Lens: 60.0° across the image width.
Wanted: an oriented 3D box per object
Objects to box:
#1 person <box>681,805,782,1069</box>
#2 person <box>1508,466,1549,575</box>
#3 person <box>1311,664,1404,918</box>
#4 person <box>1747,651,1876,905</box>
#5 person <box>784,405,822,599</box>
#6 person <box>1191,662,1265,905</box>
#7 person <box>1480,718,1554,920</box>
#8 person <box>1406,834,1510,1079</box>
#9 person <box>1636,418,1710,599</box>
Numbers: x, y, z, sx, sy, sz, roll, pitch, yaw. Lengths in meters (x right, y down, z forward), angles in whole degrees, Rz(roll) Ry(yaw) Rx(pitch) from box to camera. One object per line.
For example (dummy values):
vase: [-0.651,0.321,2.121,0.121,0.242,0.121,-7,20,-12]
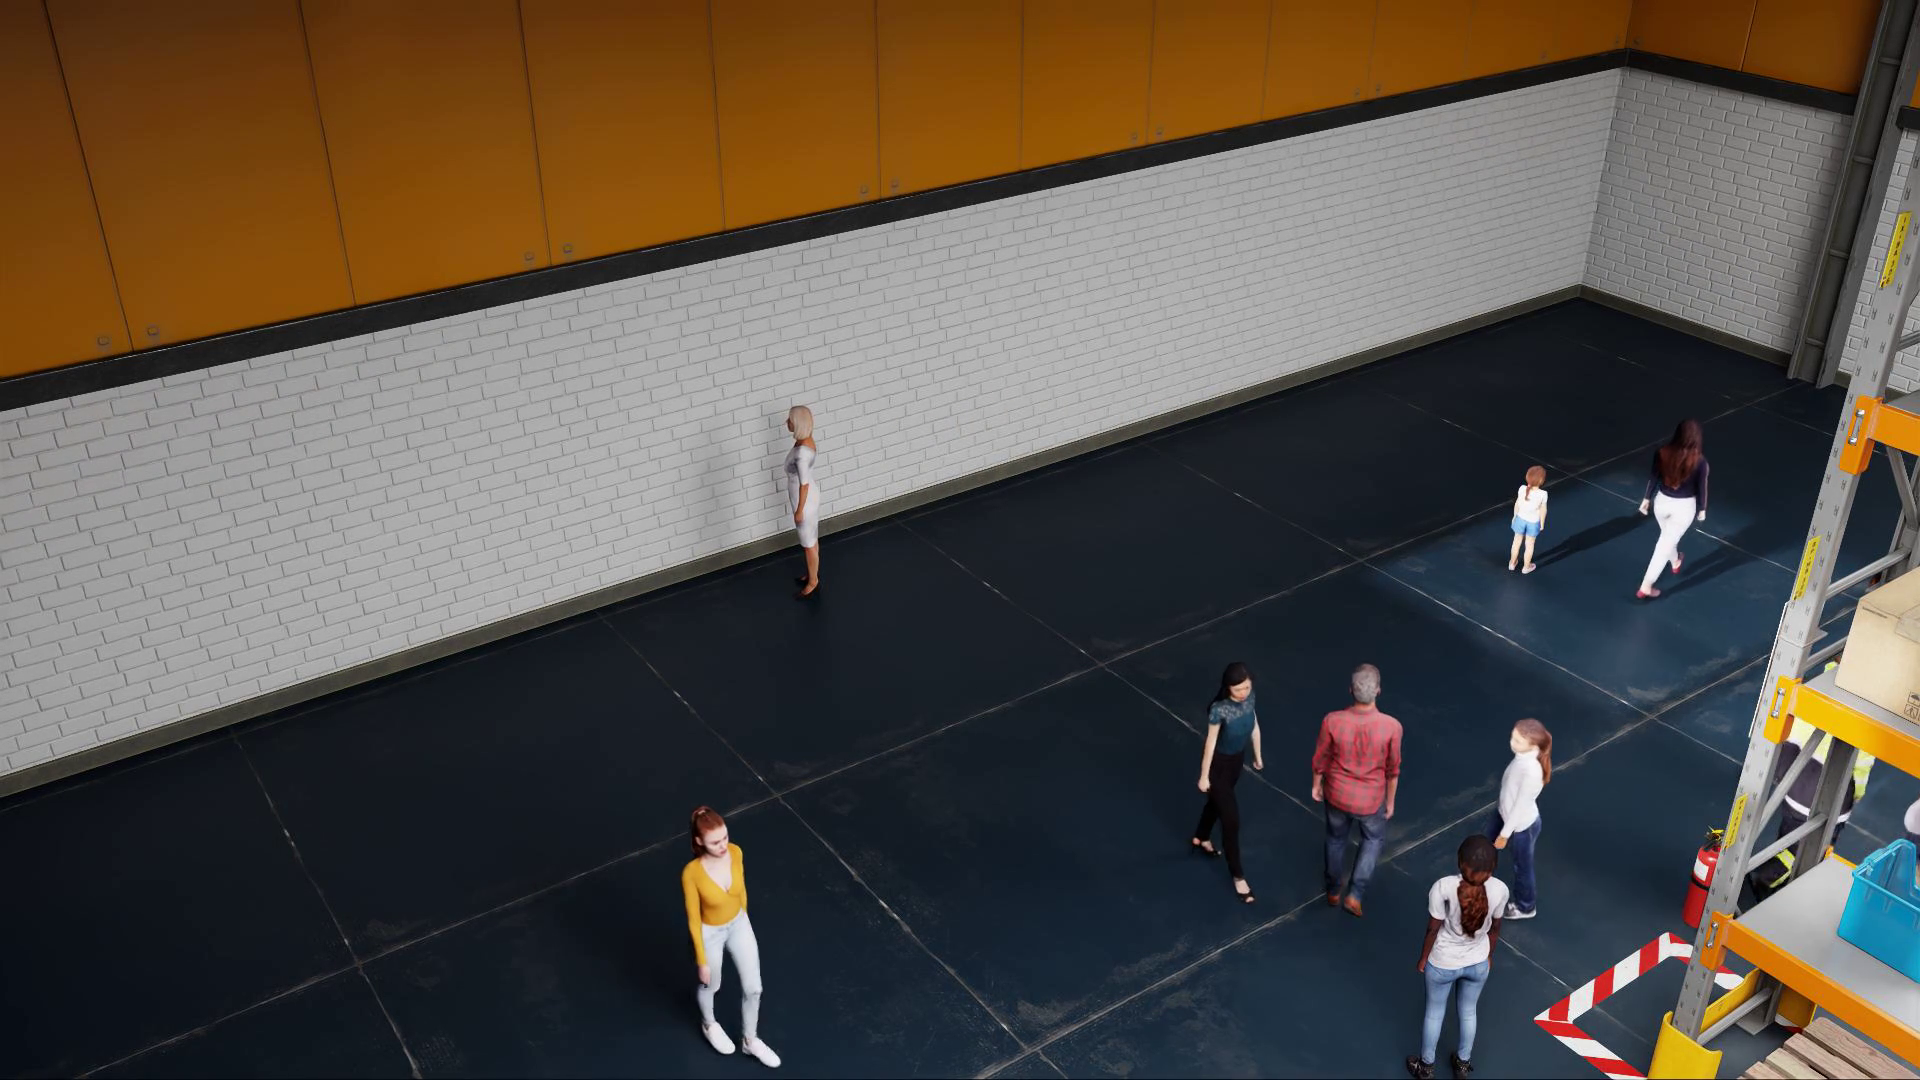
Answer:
person: [-1.423,2.209,9.419,0.703,1.732,0.844,-25,37,-38]
person: [4.975,-0.191,14.564,0.418,1.019,0.524,19,34,31]
person: [2.465,1.626,10.398,0.938,1.818,0.989,9,30,16]
person: [5.361,1.501,10.483,0.923,1.956,0.997,-13,31,-23]
person: [-1.310,-0.336,14.064,0.700,1.752,0.599,-2,29,-3]
person: [1.663,1.468,10.804,0.924,1.706,0.757,21,35,33]
person: [3.582,1.773,10.427,0.894,1.532,0.862,2,29,4]
person: [2.757,2.332,9.206,0.667,1.720,0.684,-2,29,-4]
person: [5.996,-0.219,14.062,0.754,1.548,1.049,-21,35,-33]
